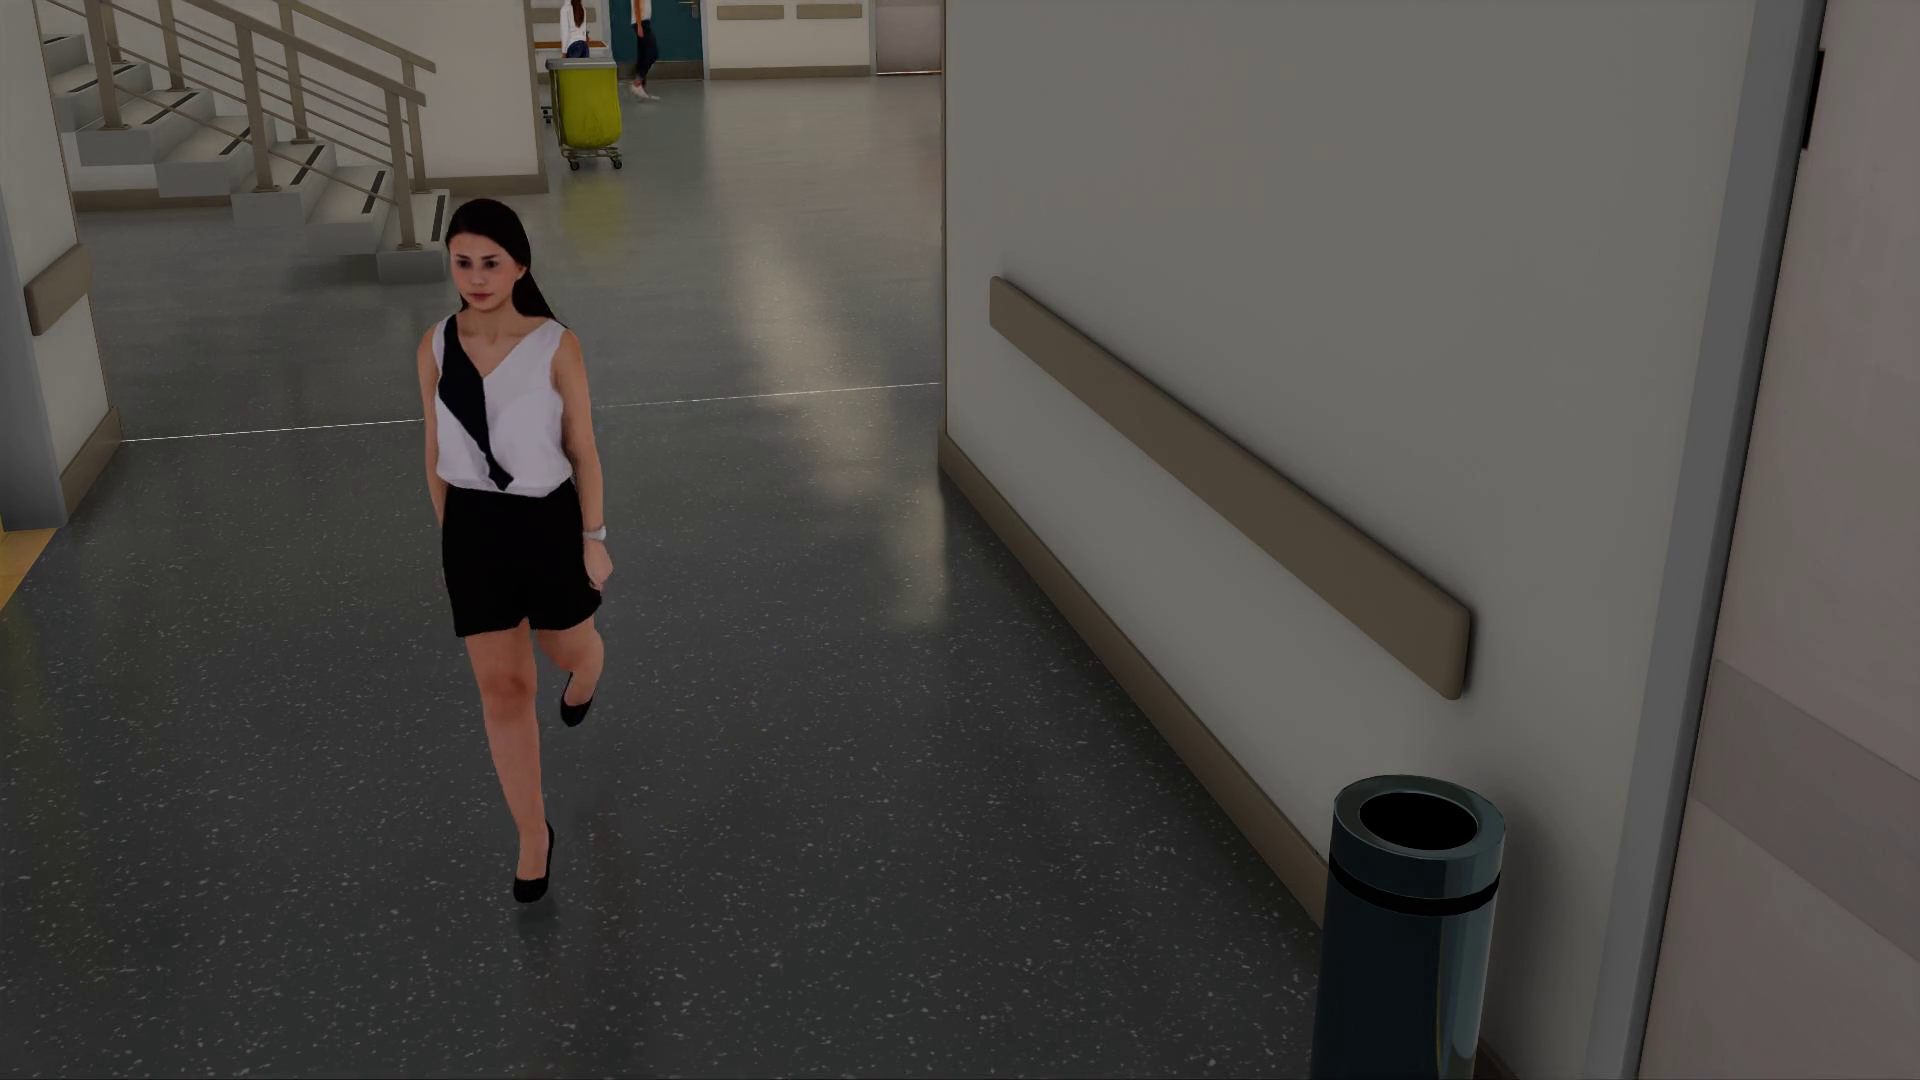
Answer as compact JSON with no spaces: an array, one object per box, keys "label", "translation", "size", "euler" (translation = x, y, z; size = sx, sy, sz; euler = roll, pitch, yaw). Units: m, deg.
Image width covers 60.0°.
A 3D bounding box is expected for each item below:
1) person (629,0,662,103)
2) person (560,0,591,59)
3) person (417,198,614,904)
[{"label":"person","translation":[-3.967,-6.253,20.251],"size":[0.650,1.804,0.647],"euler":[-3,21,-7]},{"label":"person","translation":[-4.222,-5.377,18.285],"size":[0.686,1.559,0.626],"euler":[12,24,28]},{"label":"person","translation":[-1.027,0.005,3.988],"size":[1.043,1.619,0.786],"euler":[-1,21,-2]}]
